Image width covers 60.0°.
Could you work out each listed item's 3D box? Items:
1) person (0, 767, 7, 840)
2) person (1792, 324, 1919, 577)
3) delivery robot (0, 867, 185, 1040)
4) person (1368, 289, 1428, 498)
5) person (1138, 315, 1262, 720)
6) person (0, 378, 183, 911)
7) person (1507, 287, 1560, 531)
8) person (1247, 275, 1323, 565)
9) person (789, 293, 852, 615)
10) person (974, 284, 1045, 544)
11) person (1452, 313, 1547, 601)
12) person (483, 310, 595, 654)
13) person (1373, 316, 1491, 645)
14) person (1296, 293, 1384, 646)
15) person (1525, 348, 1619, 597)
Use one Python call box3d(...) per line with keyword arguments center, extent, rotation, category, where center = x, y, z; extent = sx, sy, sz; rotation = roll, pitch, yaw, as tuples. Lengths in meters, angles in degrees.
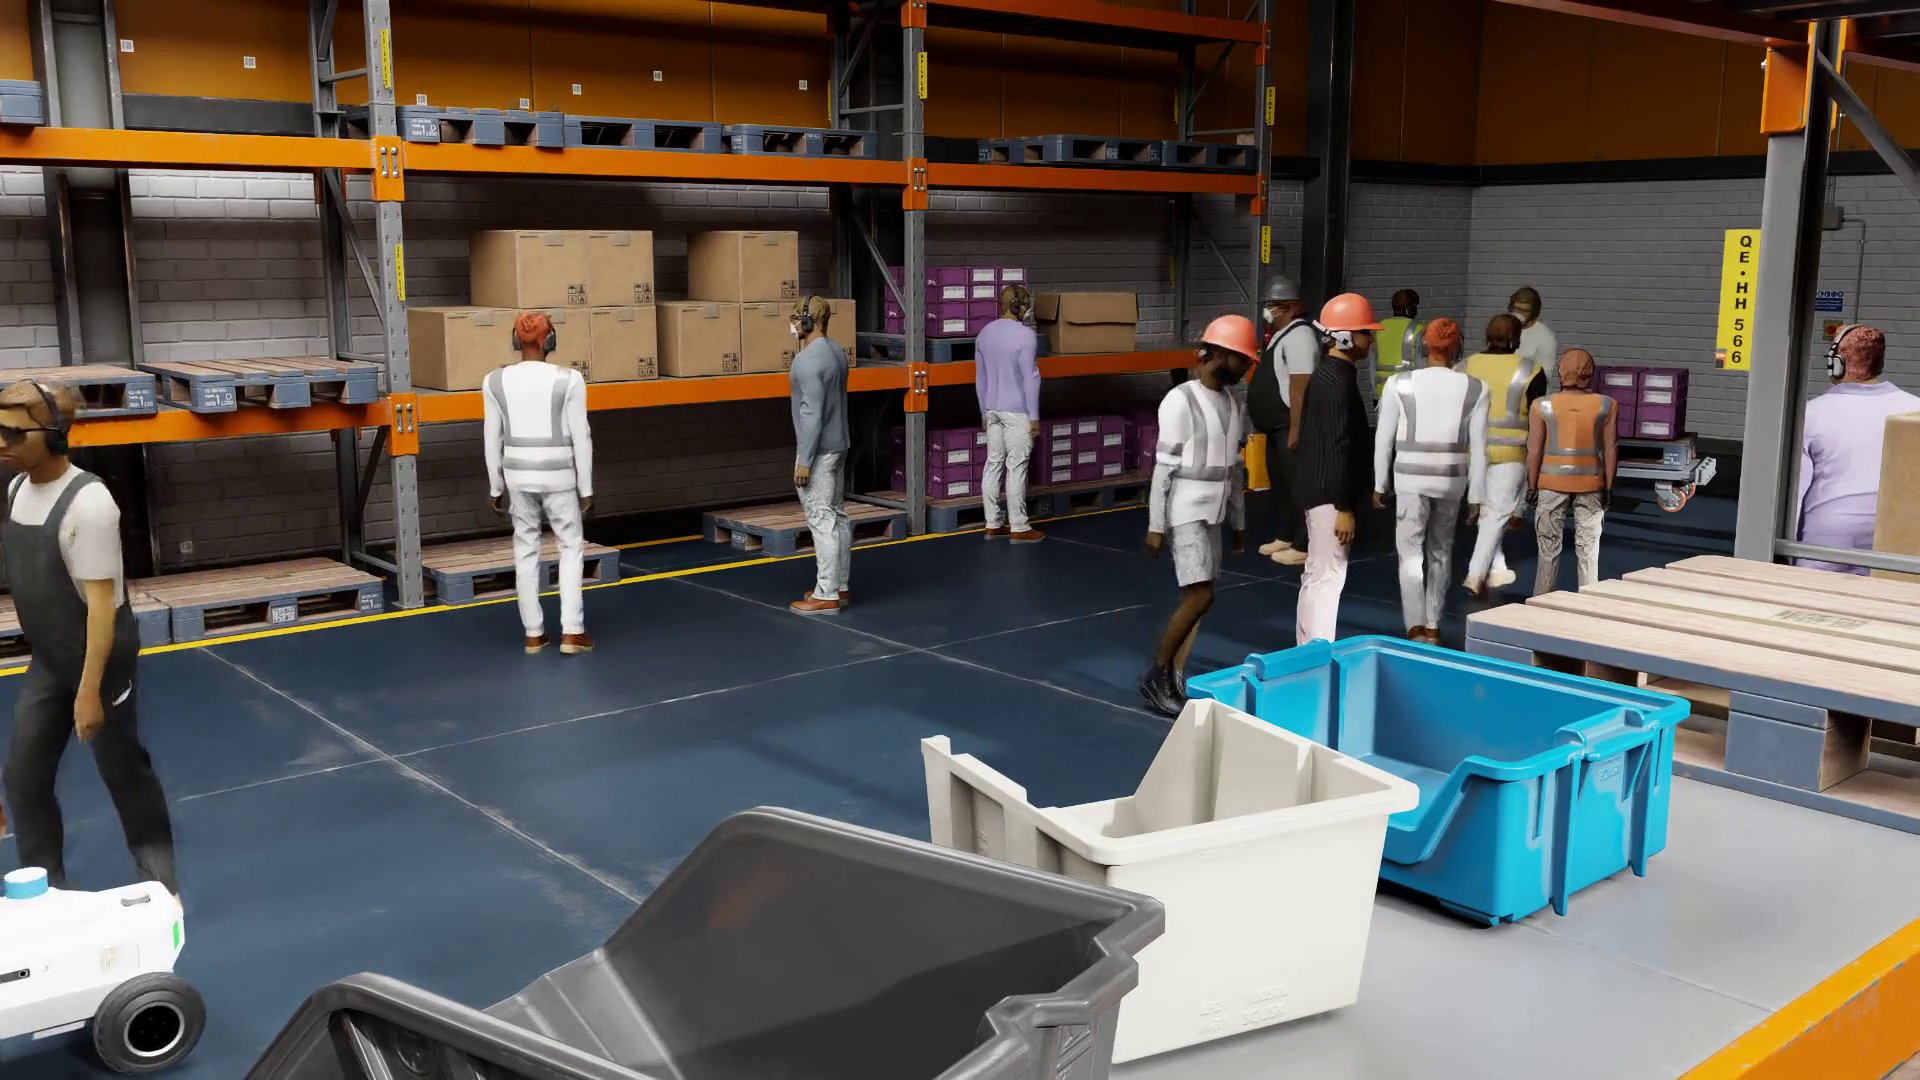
box3d(center=(-2.652, 0.629, 4.138), extent=(0.531, 1.767, 0.328), rotation=(-1, 10, -4), category="person")
box3d(center=(3.765, 0.036, 7.098), extent=(0.646, 1.902, 0.400), rotation=(0, 10, 2), category="person")
box3d(center=(-2.493, 1.126, 4.471), extent=(0.707, 0.478, 0.477), rotation=(-8, 13, -37), category="delivery robot")
box3d(center=(3.846, -1.256, 14.486), extent=(0.429, 1.845, 0.622), rotation=(-8, 13, -37), category="person")
box3d(center=(1.146, -0.103, 7.863), extent=(0.454, 1.899, 0.606), rotation=(9, 14, 41), category="person")
box3d(center=(-2.805, 0.417, 5.153), extent=(0.559, 1.821, 0.742), rotation=(6, 12, 31), category="person")
box3d(center=(4.328, -0.990, 12.840), extent=(0.467, 1.903, 0.650), rotation=(-7, 12, -33), category="person")
box3d(center=(2.291, -0.859, 11.701), extent=(0.543, 2.000, 0.692), rotation=(0, 10, 2), category="person")
box3d(center=(-0.851, -0.514, 10.057), extent=(0.366, 1.938, 0.630), rotation=(3, 10, 14), category="person")
box3d(center=(0.371, -0.941, 12.458), extent=(0.375, 1.936, 0.627), rotation=(-8, 13, -40), category="person")
box3d(center=(3.401, -0.537, 10.560), extent=(0.638, 1.805, 0.932), rotation=(9, 14, 41), category="person")
box3d(center=(-2.282, -0.304, 9.037), extent=(0.594, 1.882, 0.367), rotation=(1, 10, 3), category="person")
box3d(center=(2.557, -0.280, 9.005), extent=(0.576, 1.855, 0.893), rotation=(1, 10, 6), category="person")
box3d(center=(1.839, -0.199, 8.128), extent=(0.383, 1.996, 0.609), rotation=(1, 10, 5), category="person")
box3d(center=(3.524, -0.285, 9.609), extent=(0.513, 1.641, 0.307), rotation=(2, 10, 11), category="person")
